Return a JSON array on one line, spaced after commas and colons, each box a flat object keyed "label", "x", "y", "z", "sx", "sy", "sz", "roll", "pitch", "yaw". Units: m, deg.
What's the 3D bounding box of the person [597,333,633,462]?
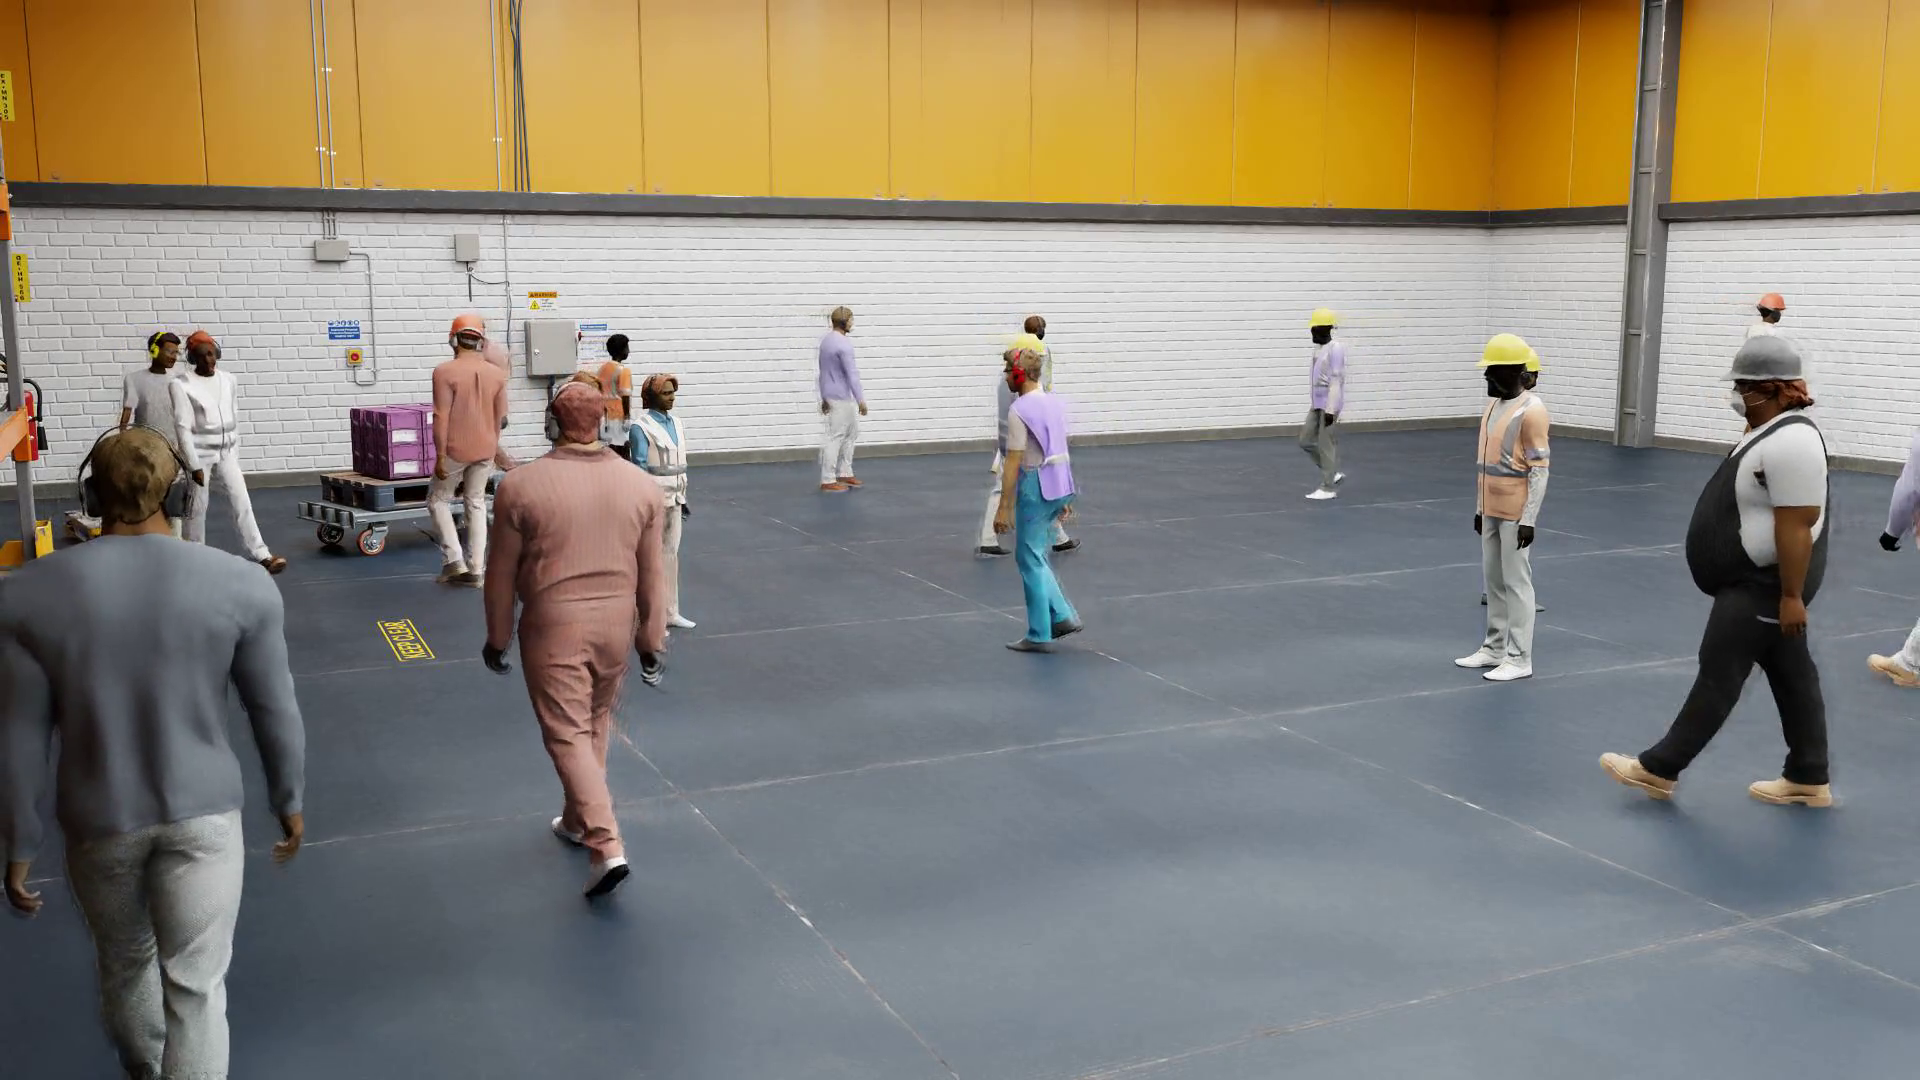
[{"label": "person", "x": -3.494, "y": -1.226, "z": 16.572, "sx": 0.820, "sy": 1.665, "sz": 0.530, "roll": -7, "pitch": 12, "yaw": -38}]

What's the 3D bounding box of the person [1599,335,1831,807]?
[{"label": "person", "x": 3.268, "y": 0.119, "z": 7.045, "sx": 0.978, "sy": 2.000, "sz": 0.707, "roll": 4, "pitch": 10, "yaw": 23}]

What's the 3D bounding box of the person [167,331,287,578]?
[{"label": "person", "x": -5.371, "y": -0.586, "z": 12.050, "sx": 0.989, "sy": 1.834, "sz": 0.600, "roll": 5, "pitch": 10, "yaw": 26}]

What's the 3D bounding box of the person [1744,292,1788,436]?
[{"label": "person", "x": 9.111, "y": -1.774, "z": 18.824, "sx": 0.389, "sy": 2.044, "sz": 0.618, "roll": -2, "pitch": 9, "yaw": -13}]

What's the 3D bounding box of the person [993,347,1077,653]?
[{"label": "person", "x": 0.455, "y": -0.229, "z": 9.879, "sx": 0.439, "sy": 1.822, "sz": 0.608, "roll": 4, "pitch": 10, "yaw": 24}]

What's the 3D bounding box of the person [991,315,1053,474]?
[{"label": "person", "x": 0.749, "y": -1.568, "z": 18.281, "sx": 0.961, "sy": 1.802, "sz": 0.645, "roll": -6, "pitch": 11, "yaw": -34}]

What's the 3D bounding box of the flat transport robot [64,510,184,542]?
[{"label": "flat transport robot", "x": -6.989, "y": -0.099, "z": 13.873, "sx": 0.652, "sy": 0.197, "sz": 1.431, "roll": -7, "pitch": 11, "yaw": -36}]

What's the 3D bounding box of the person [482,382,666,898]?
[{"label": "person", "x": -1.404, "y": 0.345, "z": 6.198, "sx": 0.638, "sy": 1.865, "sz": 0.965, "roll": -7, "pitch": 12, "yaw": -37}]

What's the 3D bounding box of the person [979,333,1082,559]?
[{"label": "person", "x": 0.530, "y": -0.735, "z": 13.145, "sx": 0.919, "sy": 1.783, "sz": 0.612, "roll": -5, "pitch": 11, "yaw": -31}]

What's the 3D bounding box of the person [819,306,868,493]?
[{"label": "person", "x": -1.171, "y": -1.438, "z": 17.108, "sx": 0.702, "sy": 1.916, "sz": 0.644, "roll": -3, "pitch": 10, "yaw": -21}]

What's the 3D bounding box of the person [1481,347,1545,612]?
[{"label": "person", "x": 3.721, "y": -0.404, "z": 11.140, "sx": 0.308, "sy": 1.769, "sz": 0.524, "roll": -3, "pitch": 10, "yaw": -19}]

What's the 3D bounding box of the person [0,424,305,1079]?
[{"label": "person", "x": -1.978, "y": 0.659, "z": 4.143, "sx": 0.665, "sy": 1.892, "sz": 0.981, "roll": -3, "pitch": 10, "yaw": -19}]

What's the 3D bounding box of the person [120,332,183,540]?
[{"label": "person", "x": -6.188, "y": -0.680, "z": 12.737, "sx": 0.611, "sy": 1.814, "sz": 0.982, "roll": -8, "pitch": 12, "yaw": -42}]

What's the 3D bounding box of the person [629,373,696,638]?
[{"label": "person", "x": -1.872, "y": -0.223, "z": 10.408, "sx": 0.307, "sy": 1.641, "sz": 0.511, "roll": 4, "pitch": 10, "yaw": 23}]

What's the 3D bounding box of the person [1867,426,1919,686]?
[{"label": "person", "x": 5.202, "y": -0.014, "z": 8.711, "sx": 0.611, "sy": 1.786, "sz": 0.982, "roll": -3, "pitch": 10, "yaw": -20}]

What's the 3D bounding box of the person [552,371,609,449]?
[{"label": "person", "x": -2.424, "y": -0.280, "z": 10.783, "sx": 0.279, "sy": 1.633, "sz": 0.499, "roll": 5, "pitch": 11, "yaw": 30}]

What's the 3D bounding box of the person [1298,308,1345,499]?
[{"label": "person", "x": 3.605, "y": -1.345, "z": 16.538, "sx": 0.409, "sy": 1.912, "sz": 0.586, "roll": -2, "pitch": 9, "yaw": -13}]

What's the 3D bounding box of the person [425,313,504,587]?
[{"label": "person", "x": -3.568, "y": -0.638, "z": 11.968, "sx": 0.451, "sy": 1.971, "sz": 0.625, "roll": 7, "pitch": 12, "yaw": 37}]

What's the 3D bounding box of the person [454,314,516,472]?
[{"label": "person", "x": -4.750, "y": -1.326, "z": 16.607, "sx": 0.646, "sy": 1.859, "sz": 0.972, "roll": 7, "pitch": 12, "yaw": 38}]

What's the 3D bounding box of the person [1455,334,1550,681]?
[{"label": "person", "x": 3.022, "y": -0.180, "z": 9.254, "sx": 0.381, "sy": 1.924, "sz": 0.594, "roll": -2, "pitch": 9, "yaw": -9}]
